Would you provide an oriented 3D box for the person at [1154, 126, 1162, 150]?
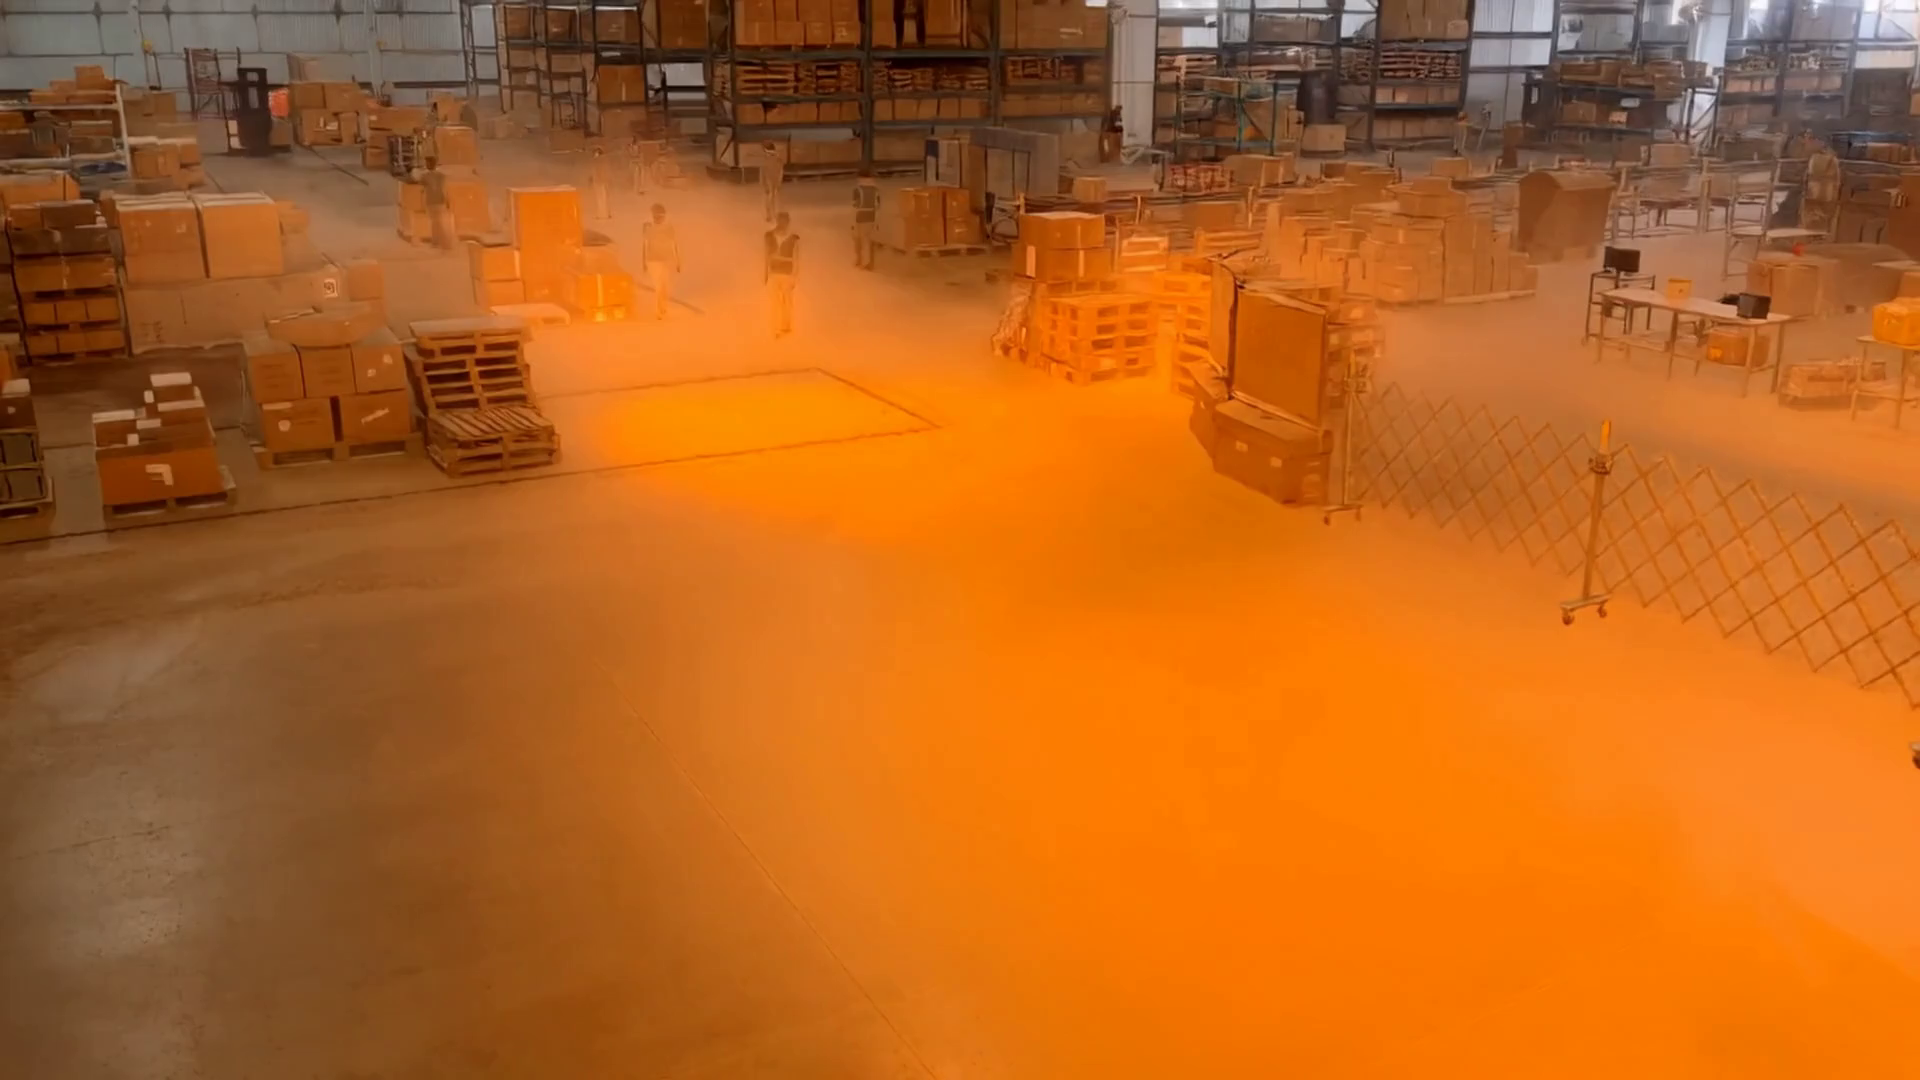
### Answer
[{"bbox_3d":[5.347,-10.598,45.901,0.422,1.618,0.518,-13,22,-35],"label":"person"}]

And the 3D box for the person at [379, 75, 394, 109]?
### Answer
[{"bbox_3d":[-25.364,-19.617,73.606,0.569,1.880,1.011,-3,18,-9],"label":"person"}]

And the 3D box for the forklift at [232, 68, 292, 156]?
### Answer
[{"bbox_3d":[-23.426,-14.270,55.322,1.129,2.768,1.873,6,19,18],"label":"forklift"}]

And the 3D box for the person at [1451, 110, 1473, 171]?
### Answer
[{"bbox_3d":[14.702,-11.654,48.763,1.006,1.894,0.554,-7,19,-22],"label":"person"}]

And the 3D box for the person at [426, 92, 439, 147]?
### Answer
[{"bbox_3d":[-18.551,-14.821,58.605,0.390,1.912,0.589,-12,22,-34],"label":"person"}]

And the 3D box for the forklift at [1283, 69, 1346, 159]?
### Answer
[{"bbox_3d":[11.615,-13.871,54.079,1.129,2.768,1.873,-9,20,-27],"label":"forklift"}]

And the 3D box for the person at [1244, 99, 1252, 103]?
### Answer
[{"bbox_3d":[11.213,-16.821,65.212,0.568,1.684,0.538,-8,20,-24],"label":"person"}]

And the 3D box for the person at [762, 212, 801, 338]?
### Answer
[{"bbox_3d":[-2.667,-3.967,24.842,0.618,1.861,0.950,2,18,6],"label":"person"}]

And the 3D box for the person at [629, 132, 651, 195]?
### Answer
[{"bbox_3d":[-8.423,-9.856,43.583,0.417,1.630,0.530,9,20,27],"label":"person"}]

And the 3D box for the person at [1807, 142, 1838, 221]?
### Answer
[{"bbox_3d":[19.915,-8.276,38.388,0.605,1.783,0.903,1,18,3],"label":"person"}]

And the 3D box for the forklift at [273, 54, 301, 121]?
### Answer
[{"bbox_3d":[-28.190,-19.170,70.600,1.873,2.768,1.129,-9,20,-26],"label":"forklift"}]

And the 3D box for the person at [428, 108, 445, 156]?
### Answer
[{"bbox_3d":[-16.742,-12.975,53.223,0.537,1.685,0.566,-11,21,-32],"label":"person"}]

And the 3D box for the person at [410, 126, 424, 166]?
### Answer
[{"bbox_3d":[-14.912,-10.552,45.737,0.315,1.636,0.515,4,18,12],"label":"person"}]

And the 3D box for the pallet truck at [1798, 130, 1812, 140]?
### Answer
[{"bbox_3d":[25.526,-11.556,49.408,1.630,1.274,0.653,-9,20,-26],"label":"pallet truck"}]

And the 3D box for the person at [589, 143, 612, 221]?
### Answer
[{"bbox_3d":[-8.293,-8.264,38.396,0.533,1.767,0.326,-8,19,-22],"label":"person"}]

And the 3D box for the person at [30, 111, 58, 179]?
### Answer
[{"bbox_3d":[-26.091,-11.242,47.456,0.636,1.915,0.628,-10,20,-29],"label":"person"}]

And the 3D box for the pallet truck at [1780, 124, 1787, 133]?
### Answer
[{"bbox_3d":[25.206,-12.542,52.601,1.601,1.201,0.680,0,18,-2],"label":"pallet truck"}]

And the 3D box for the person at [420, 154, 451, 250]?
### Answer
[{"bbox_3d":[-10.558,-6.800,33.547,0.774,1.941,0.615,14,22,36],"label":"person"}]

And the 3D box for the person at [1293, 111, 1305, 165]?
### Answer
[{"bbox_3d":[10.615,-12.559,51.992,0.272,1.635,0.507,15,23,40],"label":"person"}]

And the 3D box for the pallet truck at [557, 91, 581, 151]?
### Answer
[{"bbox_3d":[-13.495,-14.412,57.188,0.823,1.965,1.885,-3,18,-9],"label":"pallet truck"}]

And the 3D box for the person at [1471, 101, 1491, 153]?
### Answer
[{"bbox_3d":[17.617,-13.926,56.119,0.935,1.717,0.540,-10,21,-29],"label":"person"}]

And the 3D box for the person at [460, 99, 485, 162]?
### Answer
[{"bbox_3d":[-15.598,-13.053,53.006,0.896,1.961,0.628,13,22,35],"label":"person"}]

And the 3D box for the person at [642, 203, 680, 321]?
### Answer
[{"bbox_3d":[-4.670,-4.340,26.051,0.560,1.829,0.917,-6,19,-18],"label":"person"}]

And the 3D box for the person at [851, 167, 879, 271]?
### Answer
[{"bbox_3d":[-1.802,-5.999,31.088,0.584,1.913,0.629,-12,21,-32],"label":"person"}]

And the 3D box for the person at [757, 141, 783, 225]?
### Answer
[{"bbox_3d":[-4.321,-8.113,37.766,0.616,1.860,0.974,-1,18,-4],"label":"person"}]

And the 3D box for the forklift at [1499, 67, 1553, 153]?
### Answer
[{"bbox_3d":[19.126,-14.294,55.397,1.873,2.768,1.129,-9,20,-26],"label":"forklift"}]

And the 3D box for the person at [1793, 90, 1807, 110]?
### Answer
[{"bbox_3d":[29.344,-14.799,58.449,0.851,1.967,0.624,11,21,30],"label":"person"}]

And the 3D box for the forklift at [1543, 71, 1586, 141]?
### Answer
[{"bbox_3d":[18.685,-13.231,52.085,1.873,2.768,1.129,-9,20,-26],"label":"forklift"}]
